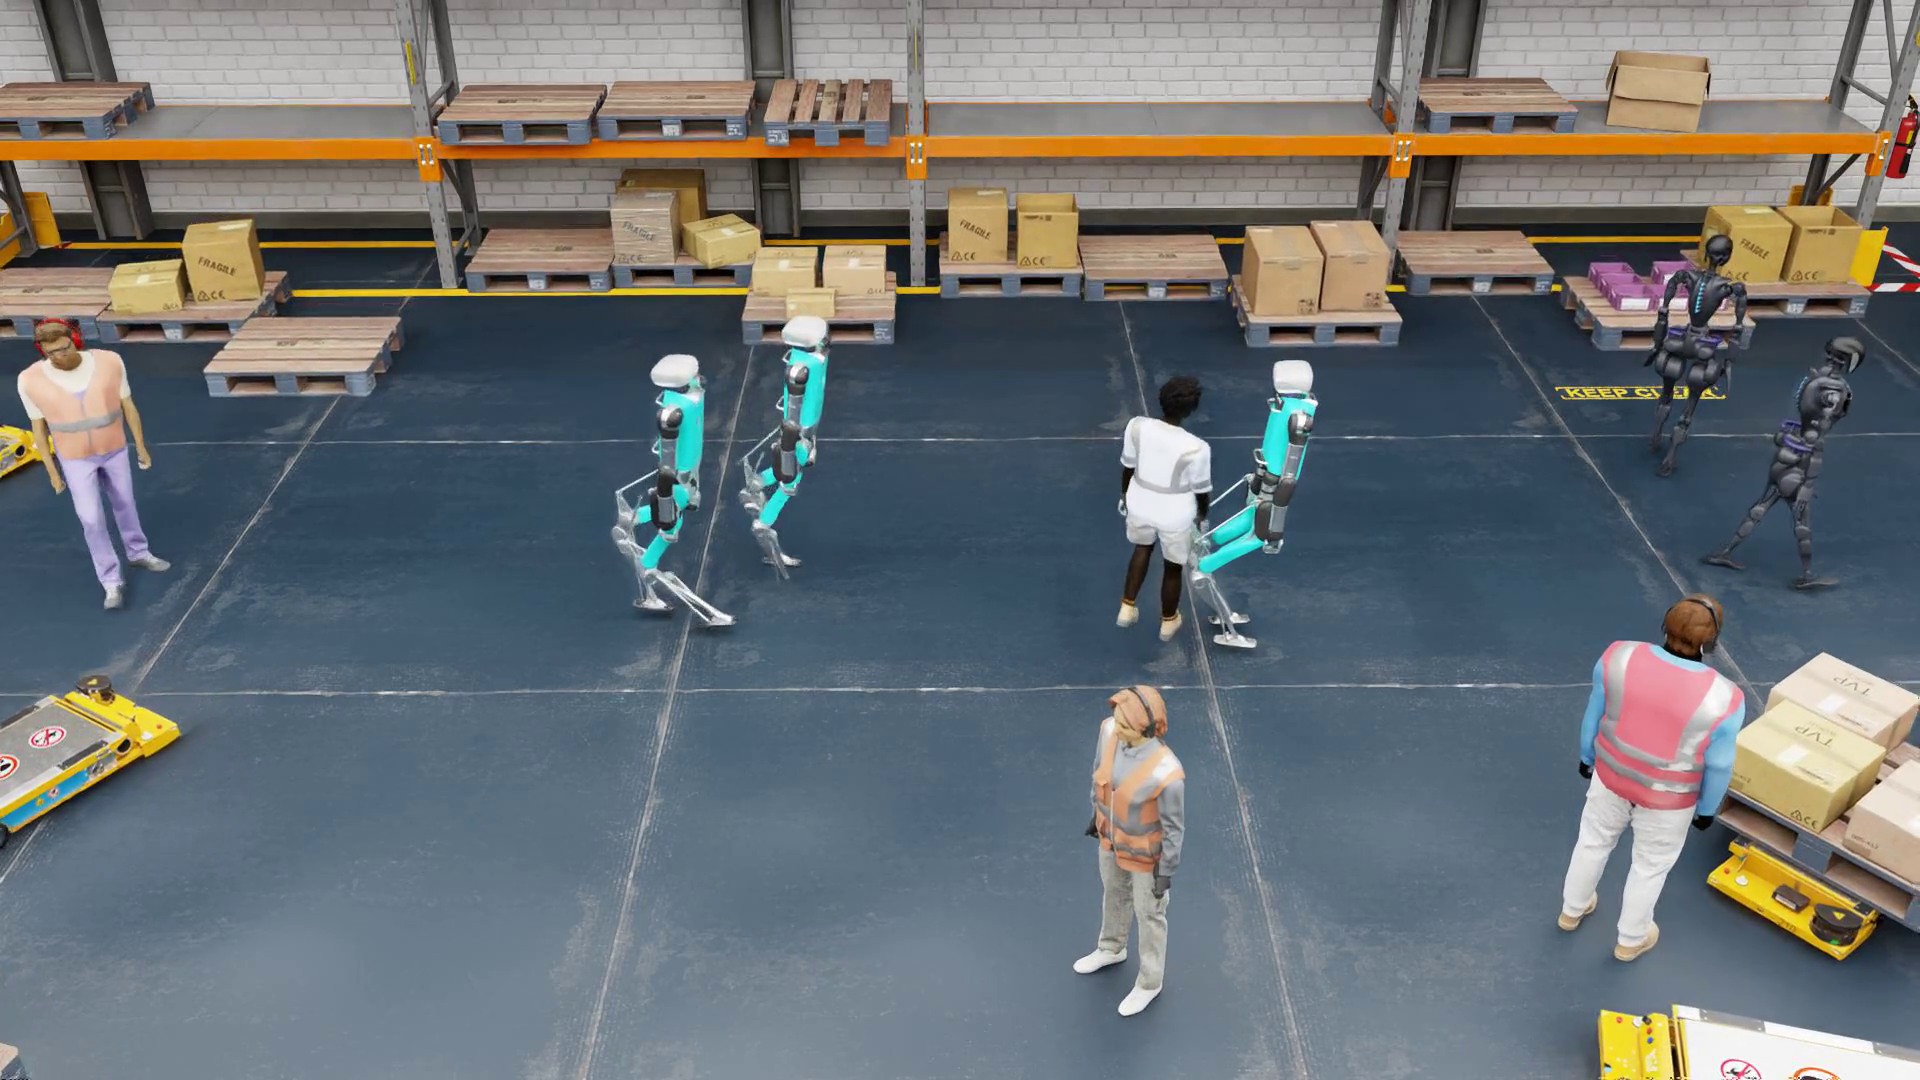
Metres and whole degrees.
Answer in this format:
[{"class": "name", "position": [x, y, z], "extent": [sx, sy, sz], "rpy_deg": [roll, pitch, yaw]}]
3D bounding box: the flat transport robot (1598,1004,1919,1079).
[{"class": "flat transport robot", "position": [3.333, 2.258, 6.652], "extent": [1.431, 0.231, 0.659], "rpy_deg": [8, 32, 13]}]

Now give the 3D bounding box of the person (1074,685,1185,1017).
[{"class": "person", "position": [0.722, 1.280, 6.949], "extent": [0.308, 1.636, 0.522], "rpy_deg": [-19, 36, -28]}]

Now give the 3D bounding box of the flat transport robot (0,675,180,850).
[{"class": "flat transport robot", "position": [-4.789, 1.198, 8.416], "extent": [0.659, 0.231, 1.431], "rpy_deg": [18, 35, 27]}]

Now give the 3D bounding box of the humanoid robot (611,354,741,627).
[{"class": "humanoid robot", "position": [-1.720, -0.247, 9.374], "extent": [0.963, 1.726, 0.540], "rpy_deg": [6, 31, 10]}]

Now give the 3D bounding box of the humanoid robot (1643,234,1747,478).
[{"class": "humanoid robot", "position": [4.899, -1.245, 11.125], "extent": [0.596, 1.634, 0.549], "rpy_deg": [22, 38, 32]}]

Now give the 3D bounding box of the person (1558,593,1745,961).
[{"class": "person", "position": [2.972, 1.032, 7.179], "extent": [0.633, 1.834, 0.430], "rpy_deg": [25, 39, 35]}]

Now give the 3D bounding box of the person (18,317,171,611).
[{"class": "person", "position": [-5.042, -0.480, 9.724], "extent": [0.563, 1.807, 0.643], "rpy_deg": [-24, 38, -34]}]

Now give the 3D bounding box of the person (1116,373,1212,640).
[{"class": "person", "position": [1.152, -0.168, 9.306], "extent": [0.550, 1.683, 0.395], "rpy_deg": [20, 37, 30]}]

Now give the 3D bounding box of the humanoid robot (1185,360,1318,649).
[{"class": "humanoid robot", "position": [1.534, -0.190, 9.214], "extent": [0.746, 1.697, 0.530], "rpy_deg": [0, 31, 0]}]

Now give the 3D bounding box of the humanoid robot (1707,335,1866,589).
[{"class": "humanoid robot", "position": [4.998, -0.474, 9.865], "extent": [0.745, 1.635, 0.590], "rpy_deg": [9, 32, 15]}]

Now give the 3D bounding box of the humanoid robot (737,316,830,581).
[{"class": "humanoid robot", "position": [-1.128, -0.464, 9.880], "extent": [0.787, 1.869, 0.542], "rpy_deg": [6, 32, 10]}]

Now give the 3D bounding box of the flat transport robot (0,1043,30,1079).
[{"class": "flat transport robot", "position": [-4.287, 2.488, 6.269], "extent": [1.431, 0.231, 0.659], "rpy_deg": [9, 32, 14]}]

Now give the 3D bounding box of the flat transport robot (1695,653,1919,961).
[{"class": "flat transport robot", "position": [4.282, 1.461, 7.978], "extent": [1.431, 0.231, 0.659], "rpy_deg": [-22, 38, -32]}]

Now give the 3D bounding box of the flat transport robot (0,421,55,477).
[{"class": "flat transport robot", "position": [-6.857, -0.437, 11.139], "extent": [0.659, 0.231, 1.431], "rpy_deg": [12, 33, 18]}]
